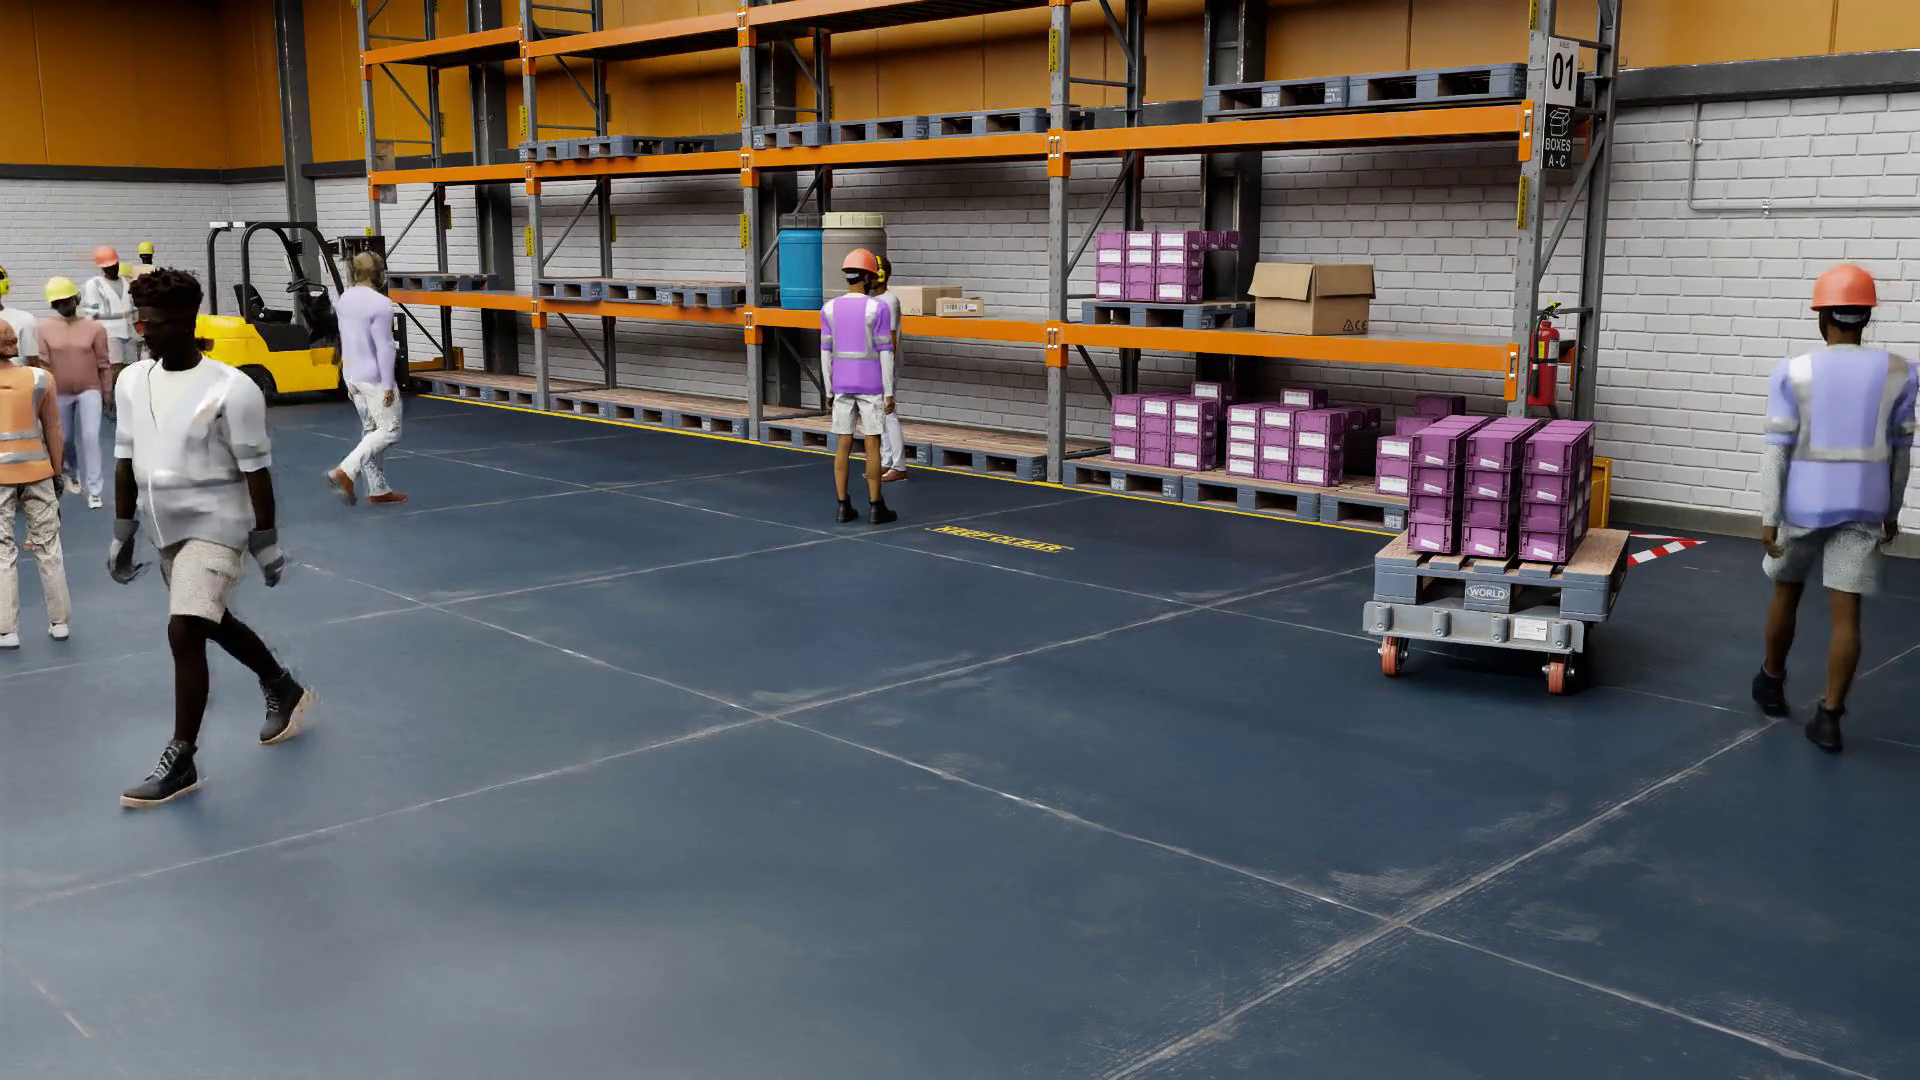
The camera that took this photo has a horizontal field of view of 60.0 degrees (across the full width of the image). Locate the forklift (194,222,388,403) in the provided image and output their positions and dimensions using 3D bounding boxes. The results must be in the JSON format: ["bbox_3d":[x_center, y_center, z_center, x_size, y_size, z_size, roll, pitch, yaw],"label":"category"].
[{"bbox_3d":[-8.169,-2.758,20.163,2.313,2.155,1.214,-10,14,-44],"label":"forklift"}]

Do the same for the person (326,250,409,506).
[{"bbox_3d":[-4.400,-1.164,12.245,0.634,1.924,0.636,8,13,37],"label":"person"}]

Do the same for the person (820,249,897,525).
[{"bbox_3d":[-0.701,-1.071,11.693,0.542,1.927,0.380,4,11,22],"label":"person"}]

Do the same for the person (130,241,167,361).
[{"bbox_3d":[-11.521,-3.273,23.693,0.588,1.930,0.359,-1,10,-6],"label":"person"}]

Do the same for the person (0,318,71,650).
[{"bbox_3d":[-4.658,-0.280,8.164,0.310,1.640,0.514,9,14,41],"label":"person"}]

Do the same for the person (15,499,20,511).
[{"bbox_3d":[-7.107,-1.044,11.858,0.582,1.817,0.790,5,11,25],"label":"person"}]

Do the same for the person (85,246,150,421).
[{"bbox_3d":[-8.991,-2.178,17.779,0.423,1.909,0.577,5,12,26],"label":"person"}]

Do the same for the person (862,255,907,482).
[{"bbox_3d":[-0.629,-1.407,13.723,0.328,1.860,0.531,-3,11,-18],"label":"person"}]

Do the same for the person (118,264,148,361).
[{"bbox_3d":[-9.587,-2.322,19.141,0.894,1.700,0.499,8,13,38],"label":"person"}]

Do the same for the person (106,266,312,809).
[{"bbox_3d":[-2.821,-0.063,6.244,0.592,1.925,1.005,5,11,23],"label":"person"}]

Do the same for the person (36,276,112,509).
[{"bbox_3d":[-6.688,-1.129,12.556,0.516,1.728,0.812,-6,12,-28],"label":"person"}]

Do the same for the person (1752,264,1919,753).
[{"bbox_3d":[3.522,-0.150,6.754,0.550,1.903,0.893,4,11,20],"label":"person"}]

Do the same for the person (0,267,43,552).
[{"bbox_3d":[-6.136,-0.849,10.642,0.529,1.869,0.311,-1,10,-5],"label":"person"}]
